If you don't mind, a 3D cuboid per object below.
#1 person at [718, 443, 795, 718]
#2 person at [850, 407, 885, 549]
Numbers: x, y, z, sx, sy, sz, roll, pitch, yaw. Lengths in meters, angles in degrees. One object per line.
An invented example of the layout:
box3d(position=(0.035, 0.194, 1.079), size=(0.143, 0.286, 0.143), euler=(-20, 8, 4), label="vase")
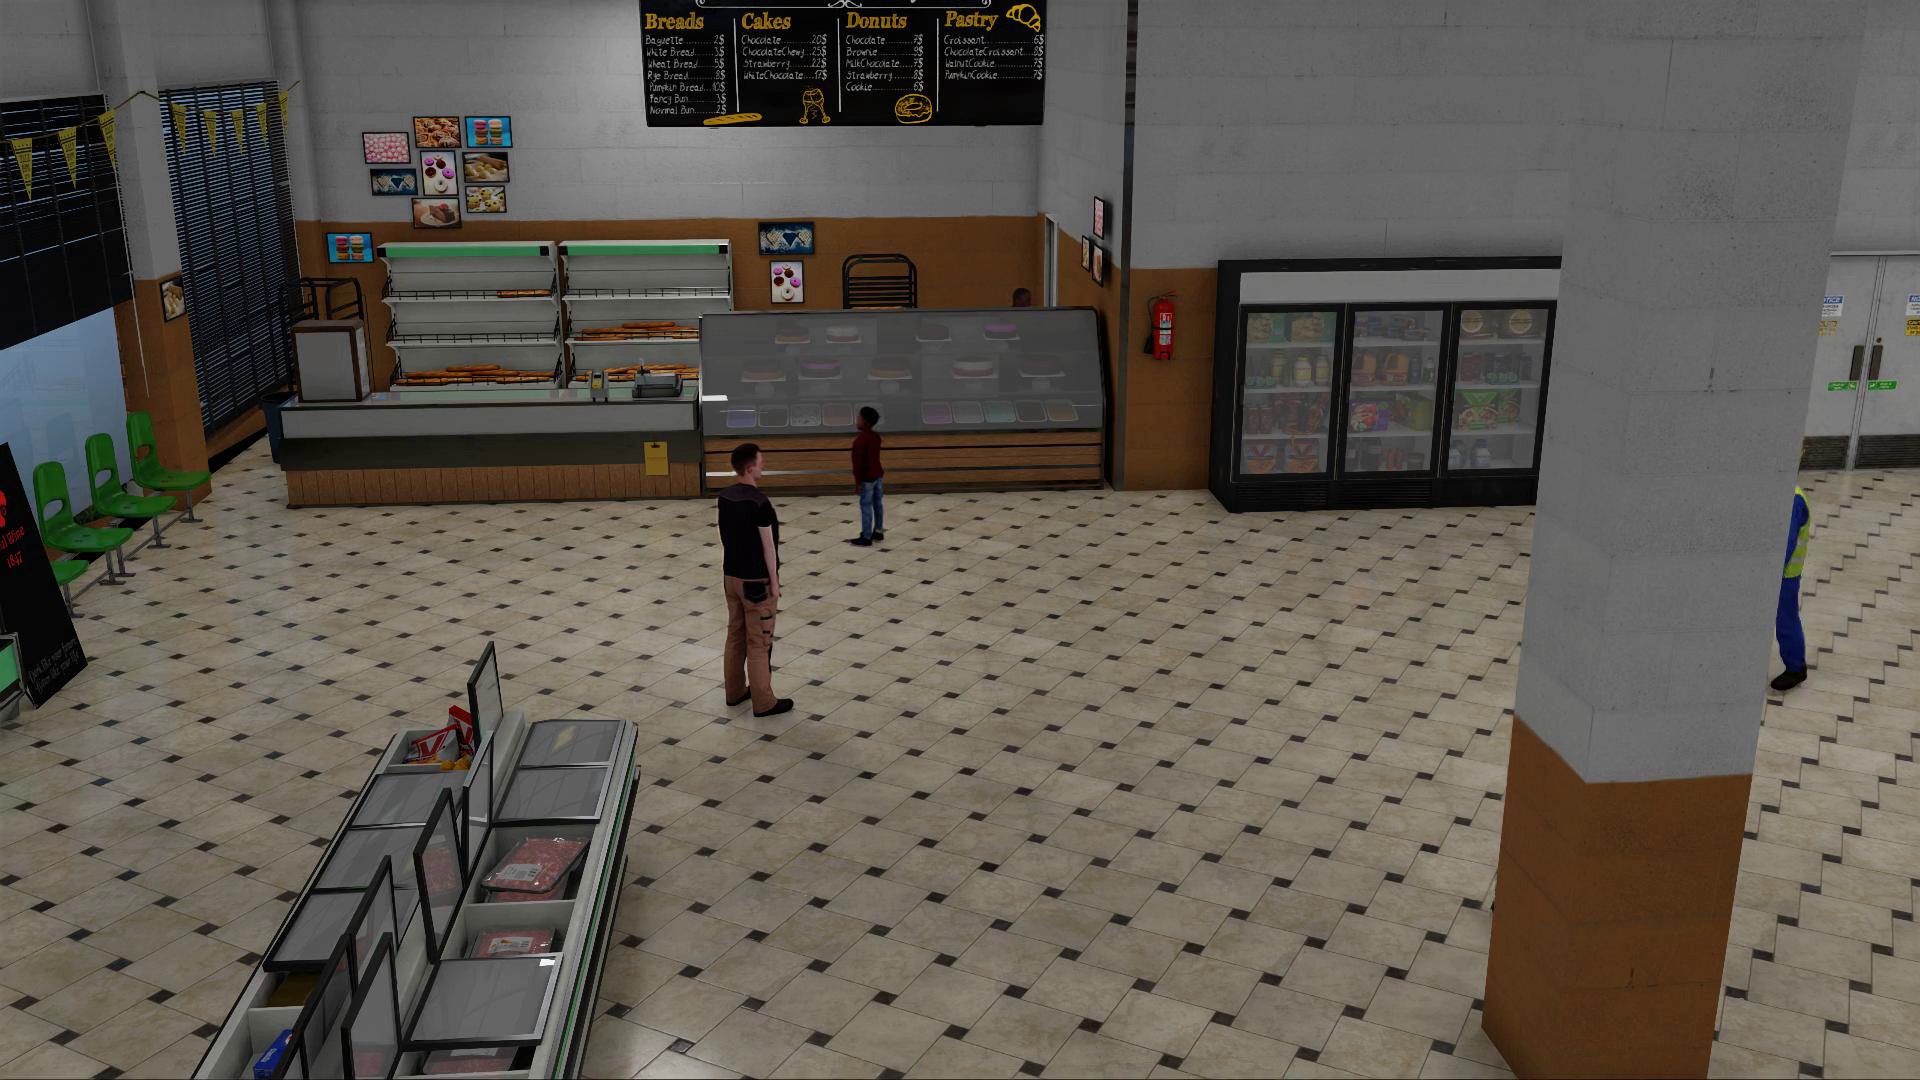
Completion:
box3d(position=(-1.416, 0.248, 11.115), size=(0.834, 1.841, 0.750), euler=(-16, 23, -42), label="person")
box3d(position=(-0.796, -0.568, 14.816), size=(0.640, 1.253, 0.562), euler=(9, 19, 28), label="person")
